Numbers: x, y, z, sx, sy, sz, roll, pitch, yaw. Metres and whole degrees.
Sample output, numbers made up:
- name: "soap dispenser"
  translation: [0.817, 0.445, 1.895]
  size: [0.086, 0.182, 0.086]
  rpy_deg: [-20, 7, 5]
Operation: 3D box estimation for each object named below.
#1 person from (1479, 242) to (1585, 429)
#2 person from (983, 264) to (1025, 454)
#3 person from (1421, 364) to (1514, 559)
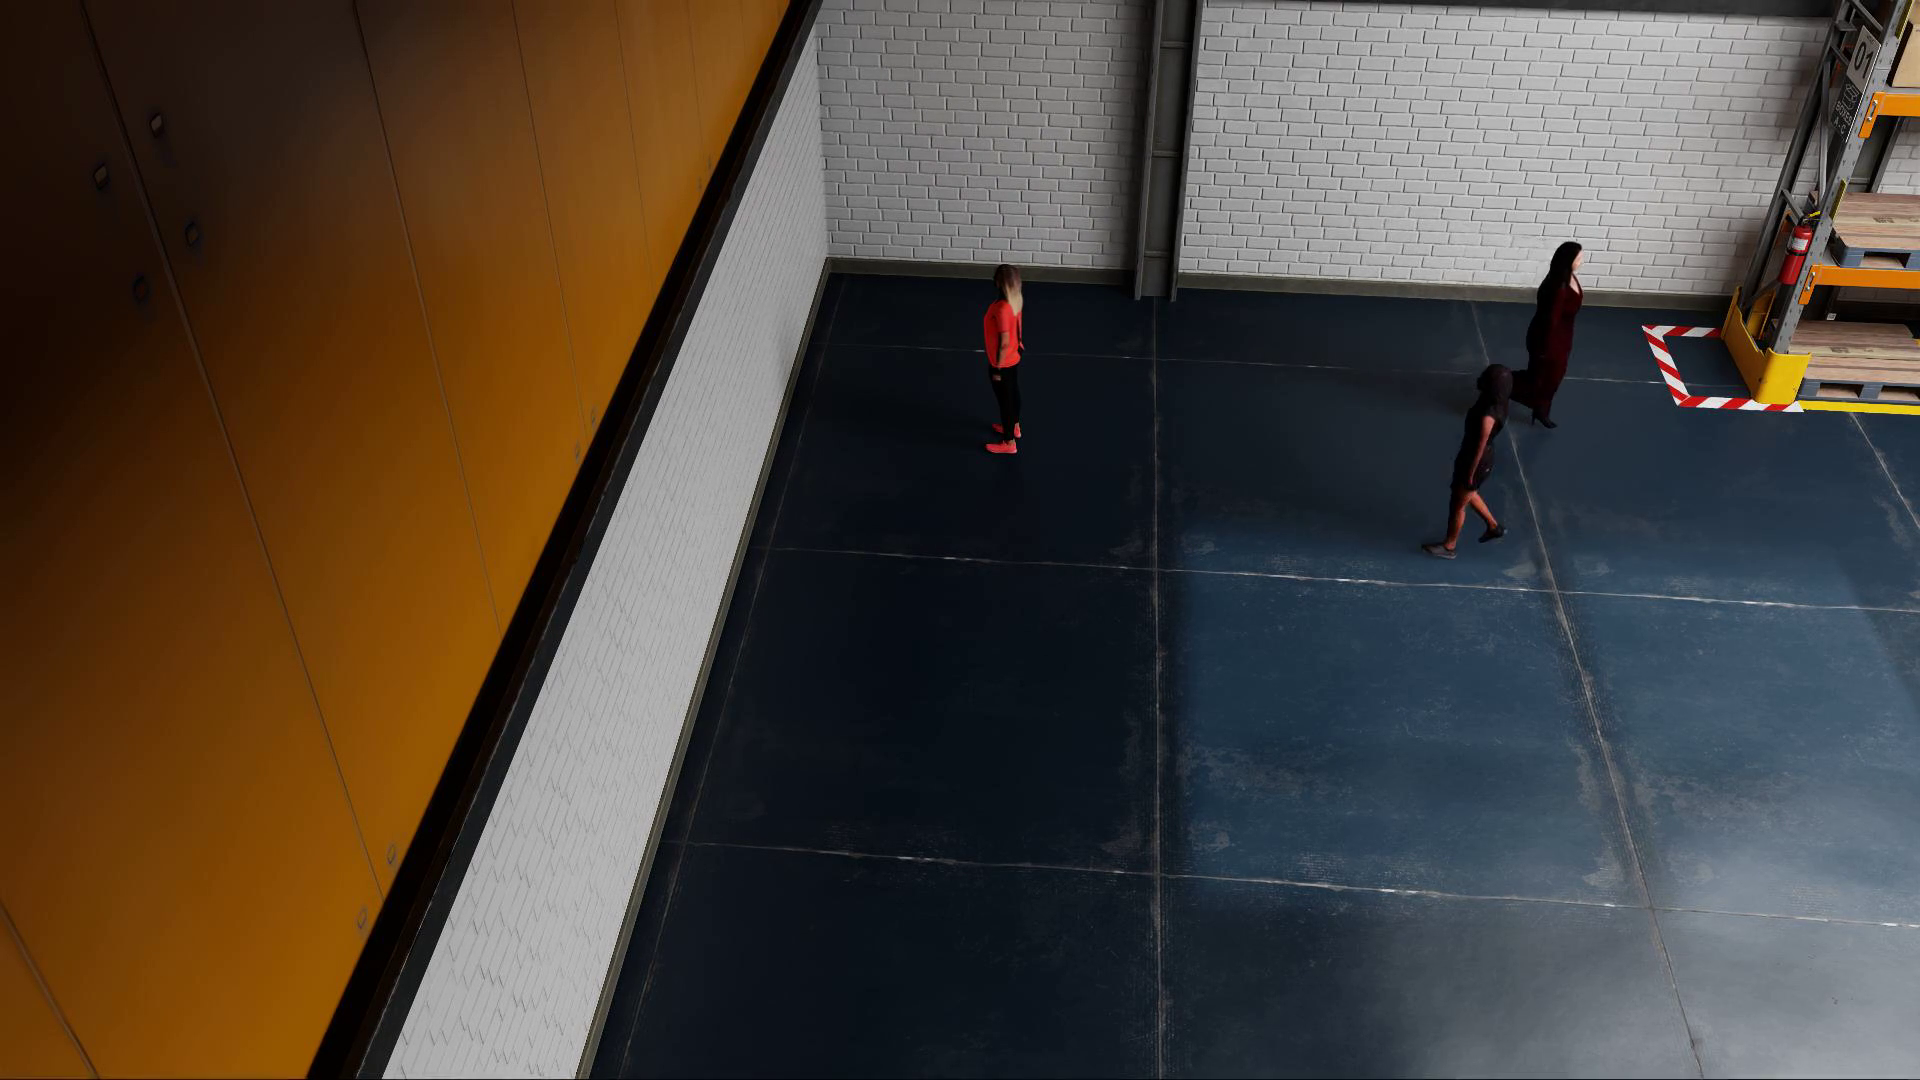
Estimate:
- name: "person"
  translation: [4.752, -1.663, 13.682]
  size: [1.020, 1.737, 0.836]
  rpy_deg: [14, 41, 17]
- name: "person"
  translation: [0.375, -1.475, 13.483]
  size: [0.572, 1.693, 0.625]
  rpy_deg: [9, 39, 11]
- name: "person"
  translation: [3.882, -0.545, 12.287]
  size: [0.891, 1.731, 0.727]
  rpy_deg: [13, 40, 16]
